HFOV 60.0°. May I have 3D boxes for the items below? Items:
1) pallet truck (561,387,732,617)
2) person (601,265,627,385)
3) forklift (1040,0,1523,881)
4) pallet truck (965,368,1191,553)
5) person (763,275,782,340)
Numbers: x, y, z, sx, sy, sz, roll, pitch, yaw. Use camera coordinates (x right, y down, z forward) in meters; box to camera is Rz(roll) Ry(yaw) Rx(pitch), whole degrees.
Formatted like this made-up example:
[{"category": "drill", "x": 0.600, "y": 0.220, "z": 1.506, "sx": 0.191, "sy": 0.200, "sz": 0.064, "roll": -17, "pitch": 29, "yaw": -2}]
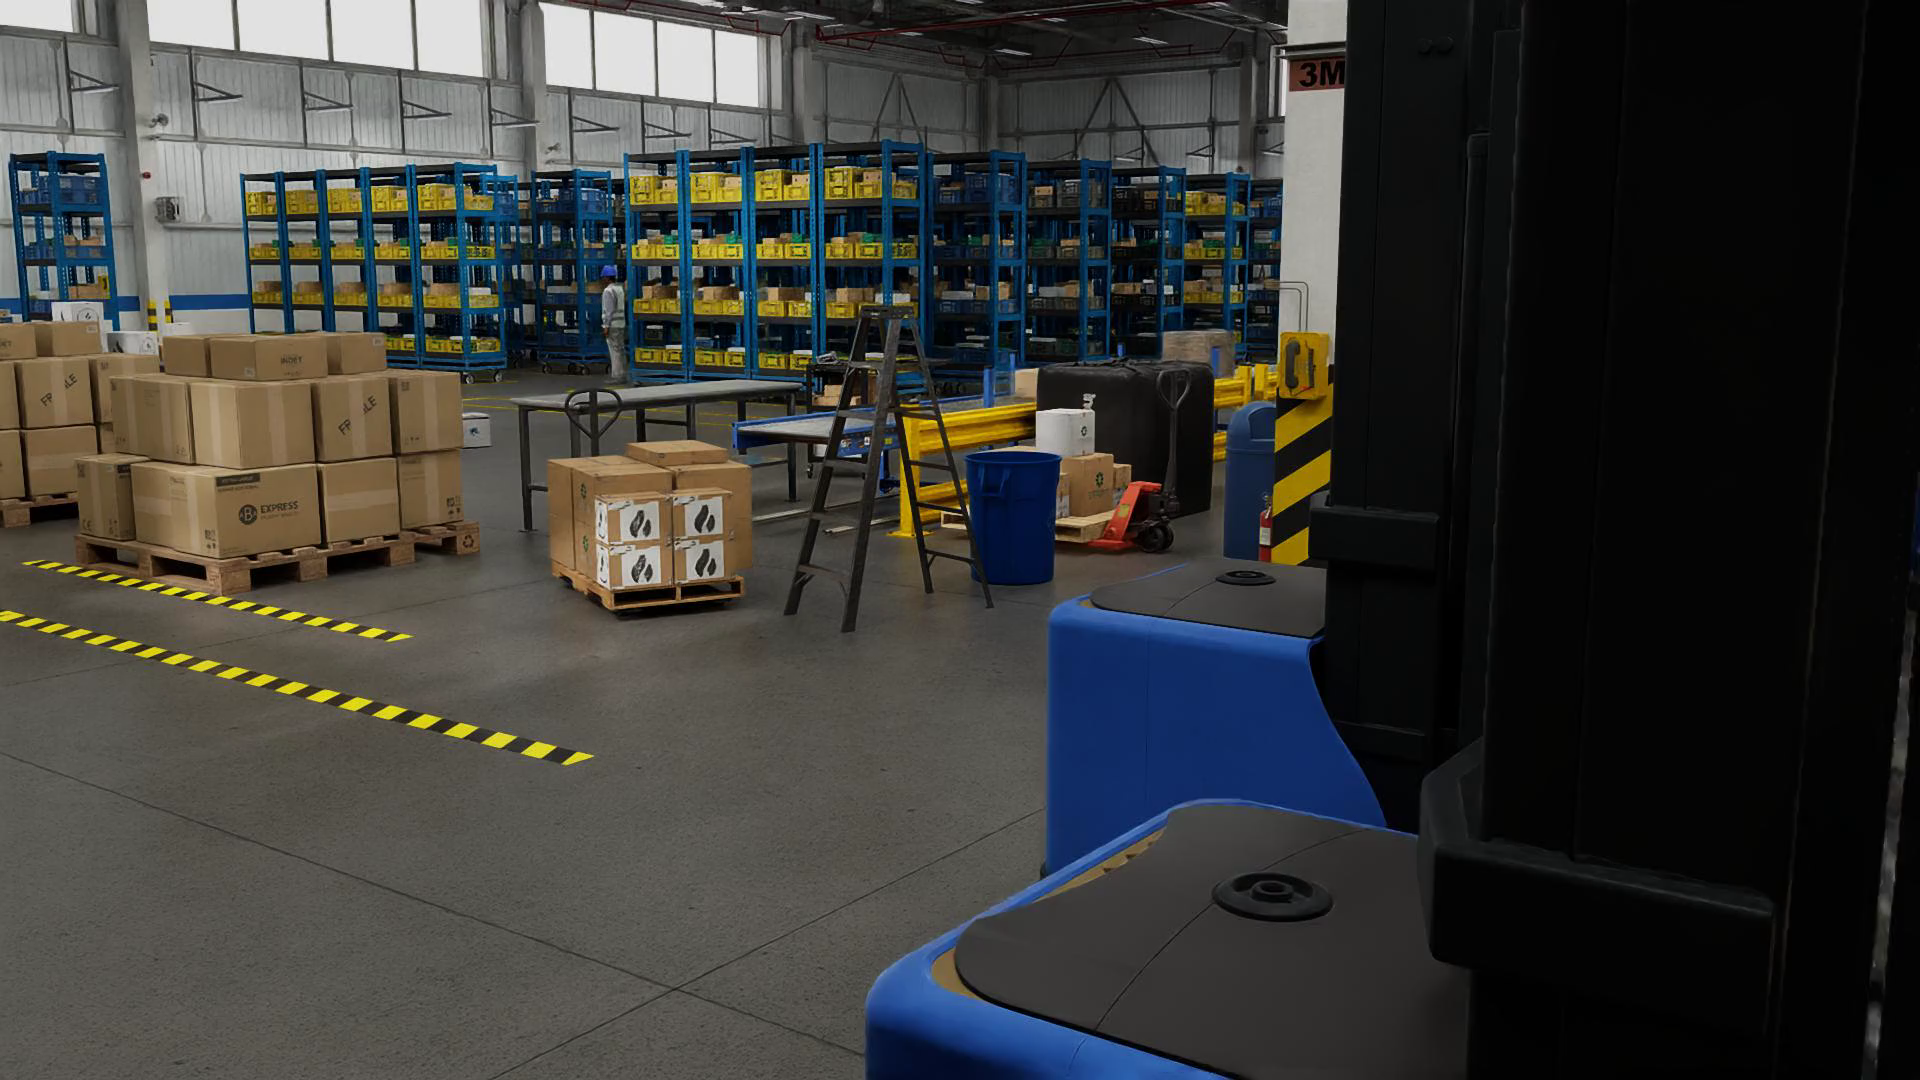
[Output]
[{"category": "pallet truck", "x": -1.981, "y": -0.274, "z": 10.088, "sx": 0.680, "sy": 1.201, "sz": 1.601, "roll": -5, "pitch": 11, "yaw": -28}, {"category": "person", "x": -5.676, "y": -3.510, "z": 27.216, "sx": 0.405, "sy": 1.946, "sz": 0.612, "roll": 2, "pitch": 10, "yaw": 12}, {"category": "forklift", "x": 1.249, "y": -0.137, "z": 4.360, "sx": 1.873, "sy": 2.768, "sz": 1.129, "roll": 7, "pitch": 12, "yaw": 35}, {"category": "pallet truck", "x": 0.845, "y": -0.609, "z": 11.869, "sx": 1.630, "sy": 1.274, "sz": 0.653, "roll": 7, "pitch": 12, "yaw": 35}, {"category": "person", "x": -3.518, "y": -4.203, "z": 31.833, "sx": 0.618, "sy": 1.780, "sz": 0.917, "roll": 5, "pitch": 11, "yaw": 28}]
